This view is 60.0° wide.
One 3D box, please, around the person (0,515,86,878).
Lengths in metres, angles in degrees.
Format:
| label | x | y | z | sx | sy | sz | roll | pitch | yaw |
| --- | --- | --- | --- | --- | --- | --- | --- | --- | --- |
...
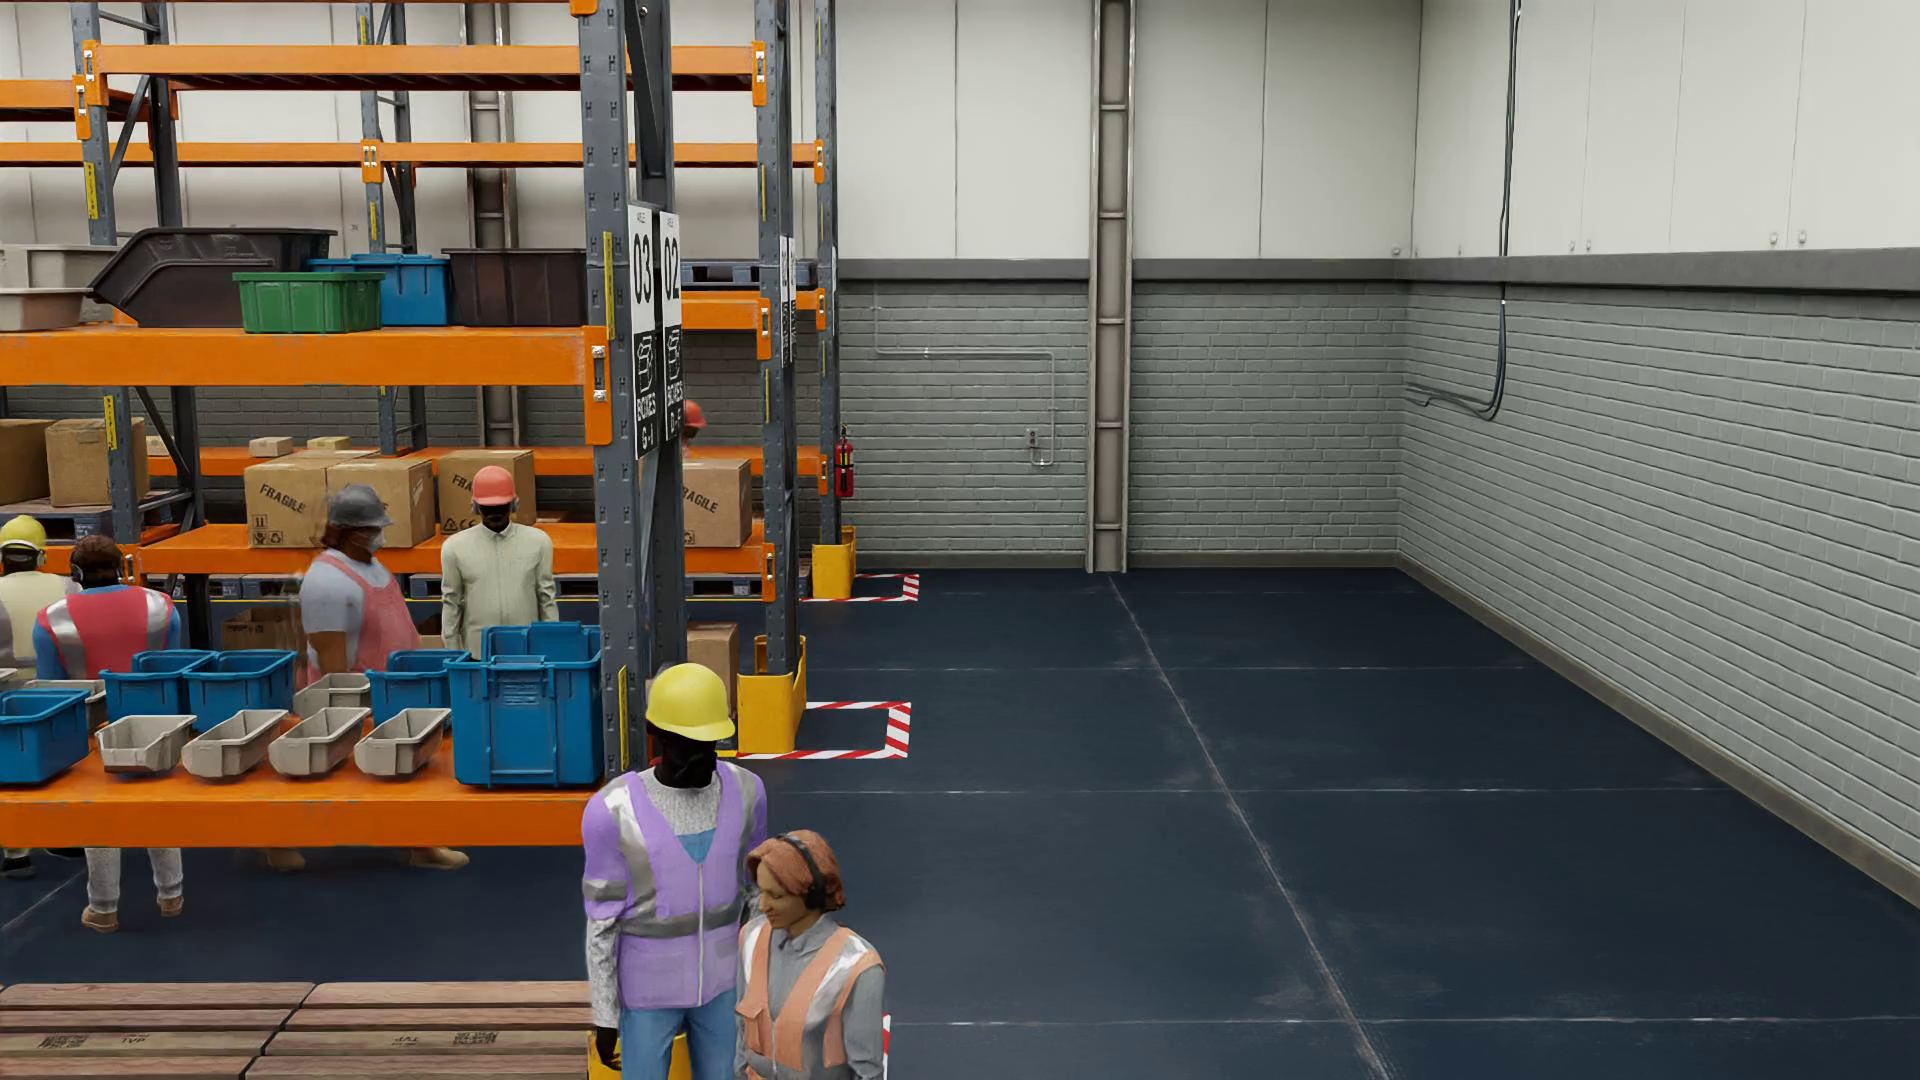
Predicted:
| label | x | y | z | sx | sy | sz | roll | pitch | yaw |
| --- | --- | --- | --- | --- | --- | --- | --- | --- | --- |
| person | -4.656 | 0.784 | 8.326 | 0.403 | 1.815 | 0.605 | 7 | 12 | 37 |

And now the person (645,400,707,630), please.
| label | x | y | z | sx | sy | sz | roll | pitch | yaw |
| --- | --- | --- | --- | --- | --- | --- | --- | --- | --- |
| person | -2.399 | -0.203 | 13.939 | 0.593 | 1.947 | 0.639 | -3 | 10 | -16 |

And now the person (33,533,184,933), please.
| label | x | y | z | sx | sy | sz | roll | pitch | yaw |
| --- | --- | --- | --- | --- | --- | --- | --- | --- | --- |
| person | -3.889 | 0.879 | 7.659 | 0.632 | 1.841 | 0.429 | -7 | 12 | -38 |

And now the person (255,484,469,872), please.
| label | x | y | z | sx | sy | sz | roll | pitch | yaw |
| --- | --- | --- | --- | --- | --- | --- | --- | --- | --- |
| person | -3.063 | 0.675 | 8.284 | 1.026 | 2.000 | 0.680 | 1 | 9 | 7 |

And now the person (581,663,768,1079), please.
| label | x | y | z | sx | sy | sz | roll | pitch | yaw |
| --- | --- | --- | --- | --- | --- | --- | --- | --- | --- |
| person | -0.802 | 1.292 | 4.890 | 0.594 | 1.917 | 0.397 | -6 | 11 | -33 |

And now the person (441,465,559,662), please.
| label | x | y | z | sx | sy | sz | roll | pitch | yaw |
| --- | --- | --- | --- | --- | --- | --- | --- | --- | --- |
| person | -2.489 | 0.577 | 9.042 | 0.622 | 1.991 | 0.392 | -4 | 10 | -22 |

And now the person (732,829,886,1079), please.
| label | x | y | z | sx | sy | sz | roll | pitch | yaw |
| --- | --- | --- | --- | --- | --- | --- | --- | --- | --- |
| person | -0.386 | 1.531 | 4.292 | 0.524 | 1.631 | 0.318 | 8 | 12 | 40 |
